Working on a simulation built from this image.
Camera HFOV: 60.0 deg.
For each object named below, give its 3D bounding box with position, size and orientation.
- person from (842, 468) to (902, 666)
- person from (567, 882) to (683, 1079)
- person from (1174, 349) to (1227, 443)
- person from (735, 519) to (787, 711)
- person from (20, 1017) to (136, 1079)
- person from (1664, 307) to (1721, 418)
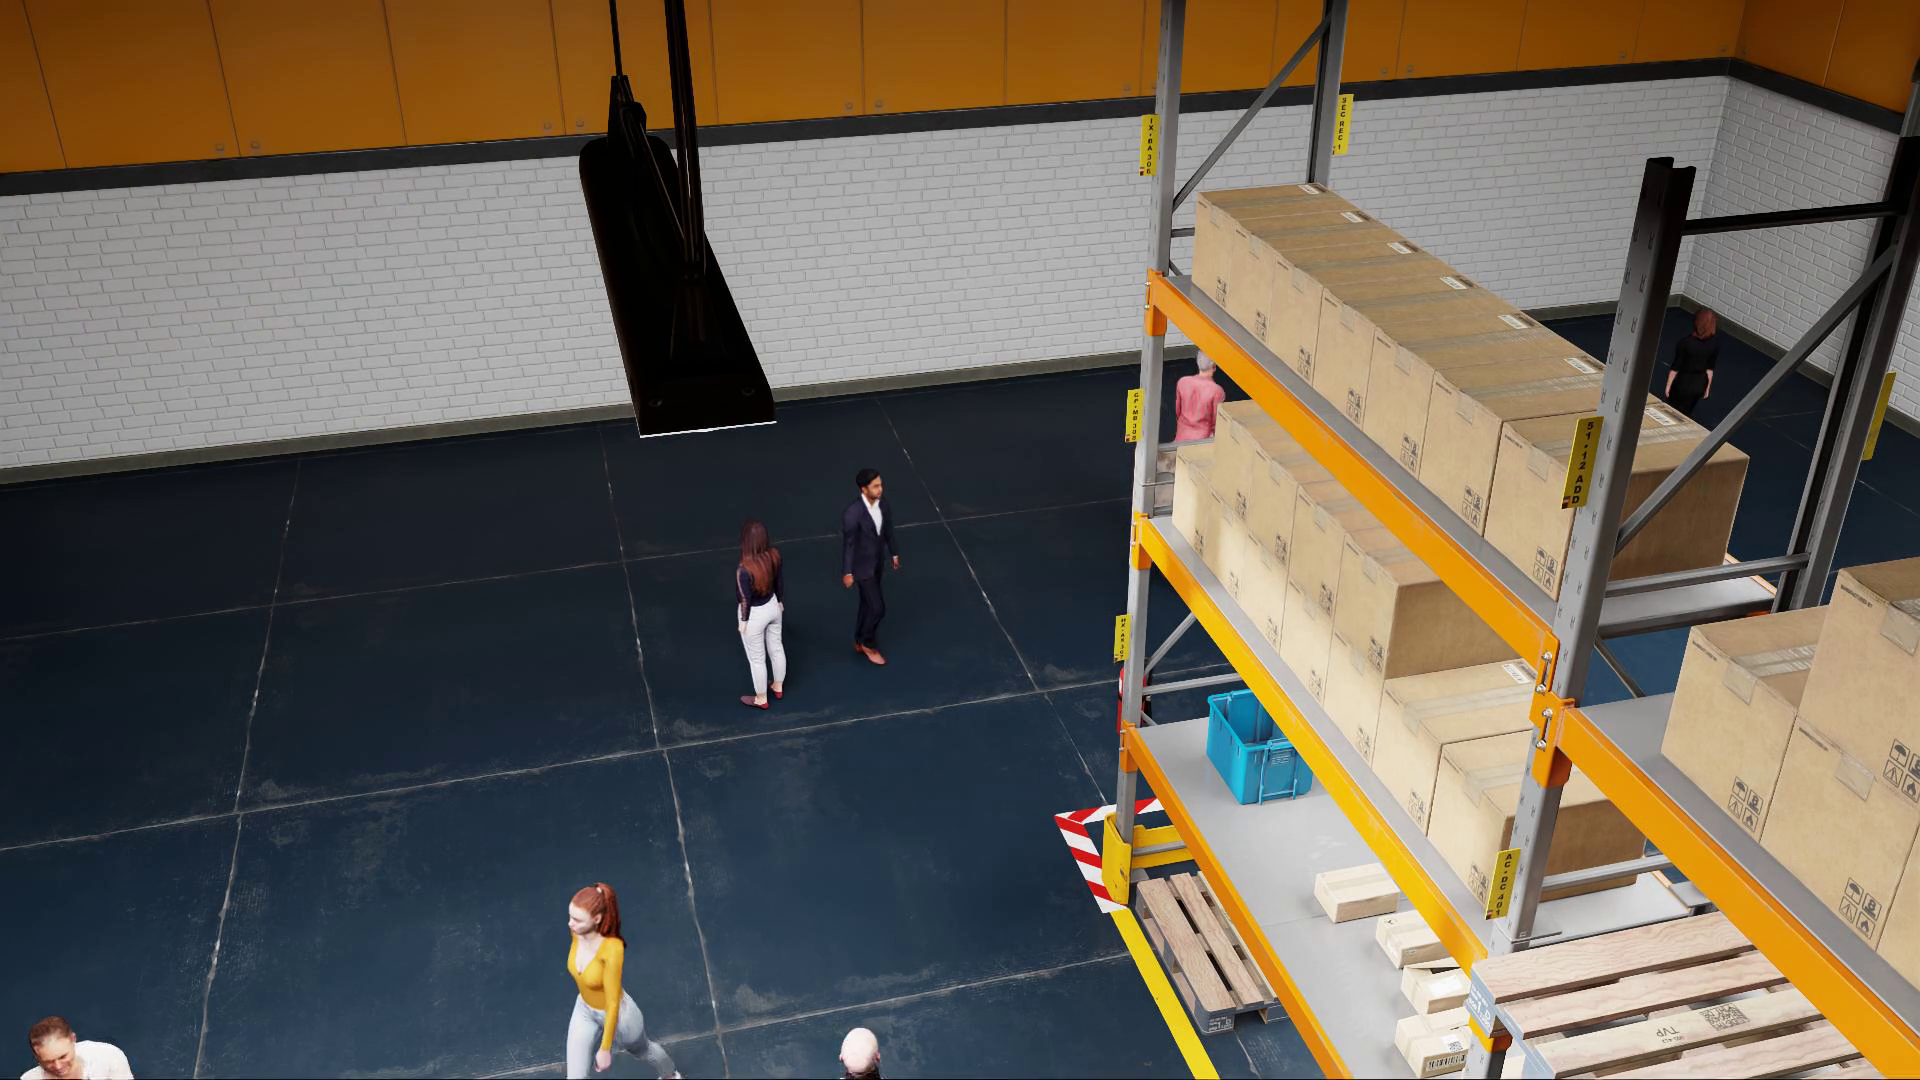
[{"bbox_3d":[-0.805,0.183,13.291,0.833,1.715,0.792,19,34,31],"label":"person"},{"bbox_3d":[-1.822,2.548,8.974,1.168,1.697,1.123,21,35,33],"label":"person"},{"bbox_3d":[2.092,-0.827,15.079,1.255,1.775,1.237,18,33,29],"label":"person"},{"bbox_3d":[-1.542,0.560,12.713,0.710,1.608,0.683,21,35,33],"label":"person"},{"bbox_3d":[-4.263,2.917,8.186,0.948,1.805,1.206,-21,35,-33],"label":"person"},{"bbox_3d":[7.160,-1.437,16.296,0.701,1.682,1.002,-2,29,-5],"label":"person"}]
